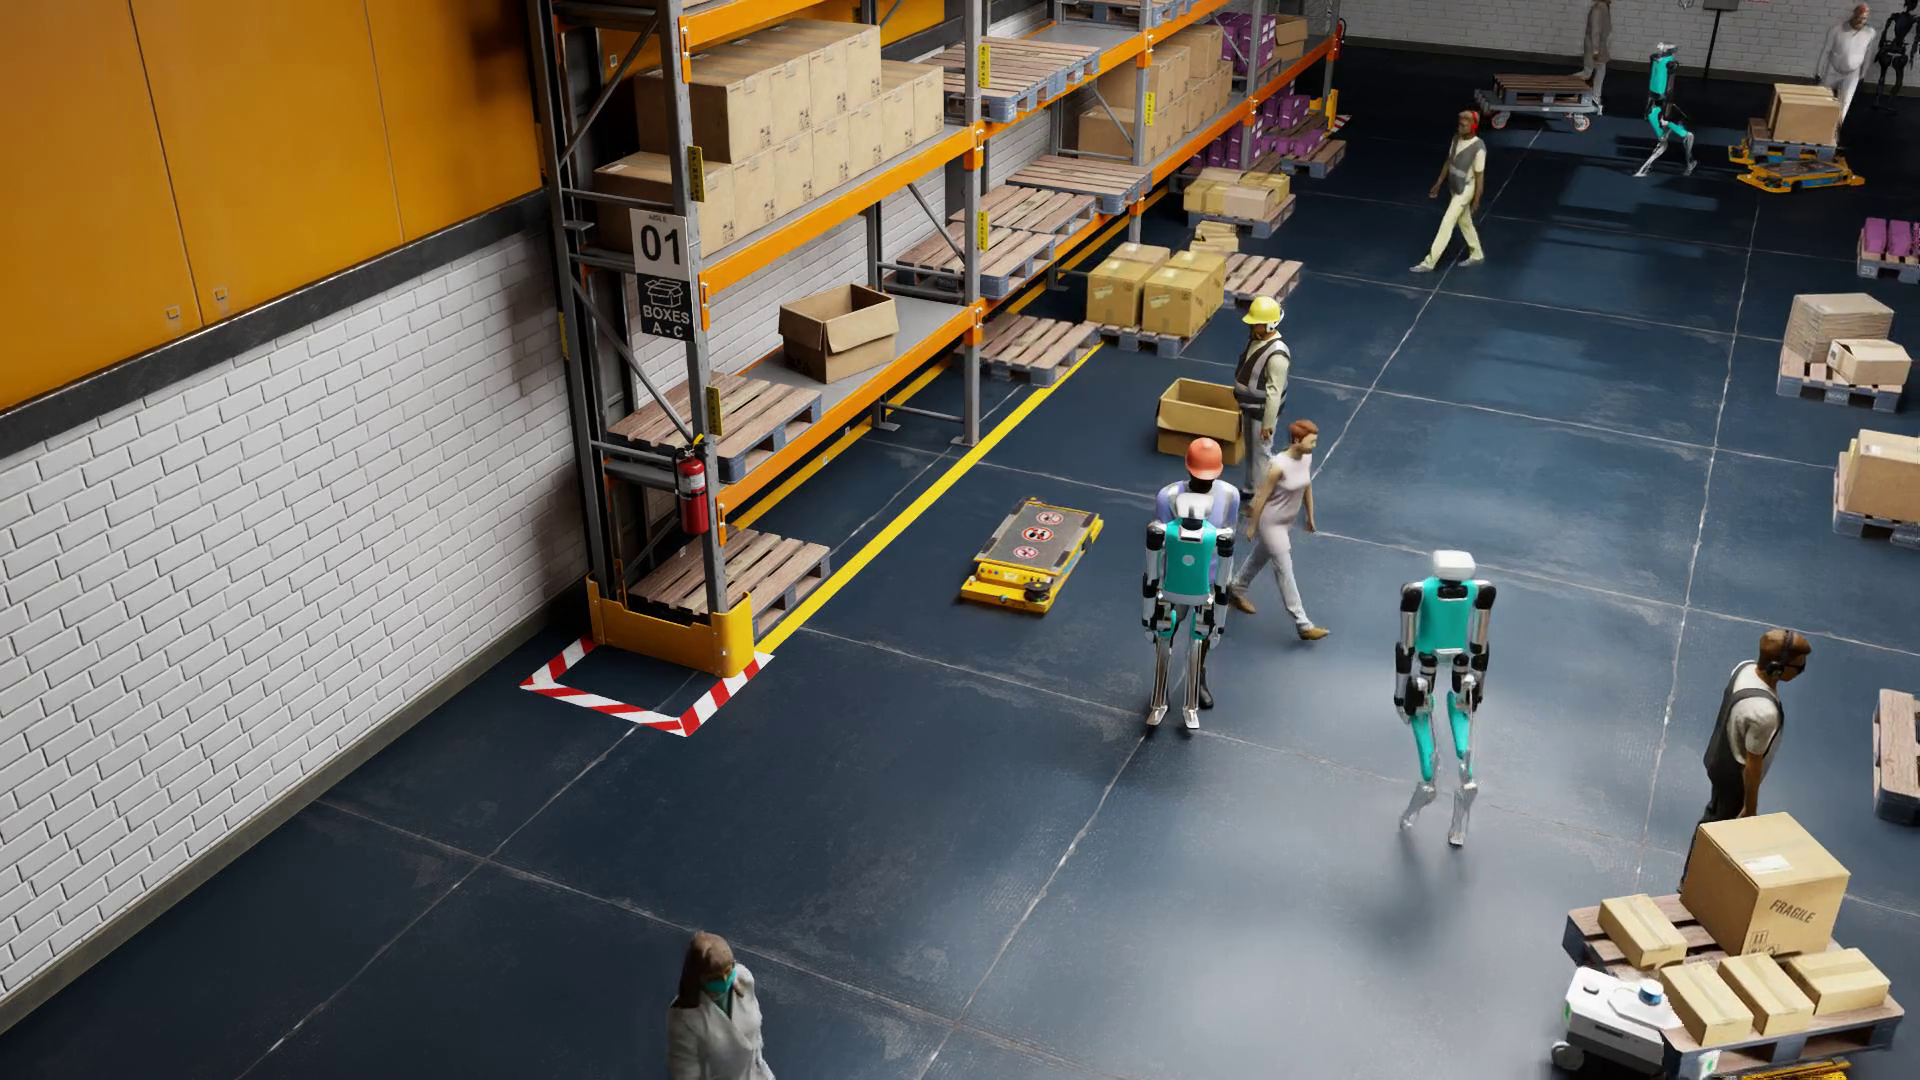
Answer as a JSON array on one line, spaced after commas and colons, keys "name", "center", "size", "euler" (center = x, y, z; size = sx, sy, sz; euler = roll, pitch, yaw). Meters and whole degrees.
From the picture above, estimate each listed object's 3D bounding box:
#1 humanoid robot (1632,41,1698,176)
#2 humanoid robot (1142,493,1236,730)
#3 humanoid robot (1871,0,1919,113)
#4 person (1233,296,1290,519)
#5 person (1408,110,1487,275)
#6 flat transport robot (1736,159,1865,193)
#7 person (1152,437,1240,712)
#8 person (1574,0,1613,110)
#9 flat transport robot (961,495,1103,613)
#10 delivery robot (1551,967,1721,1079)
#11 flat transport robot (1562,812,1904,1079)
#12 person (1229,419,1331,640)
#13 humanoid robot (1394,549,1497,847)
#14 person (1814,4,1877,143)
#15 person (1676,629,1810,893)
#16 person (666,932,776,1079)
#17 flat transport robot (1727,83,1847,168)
[{"name": "humanoid robot", "center": [9.300, -5.550, 21.502], "size": [0.958, 1.767, 0.540], "euler": [-5, 29, -8]}, {"name": "humanoid robot", "center": [1.405, 0.376, 10.344], "size": [0.533, 1.677, 0.735], "euler": [5, 29, 9]}, {"name": "humanoid robot", "center": [13.790, -7.180, 24.567], "size": [0.491, 1.645, 0.613], "euler": [-17, 32, -28]}, {"name": "person", "center": [2.339, -1.044, 13.031], "size": [0.403, 1.825, 0.589], "euler": [-3, 29, -6]}, {"name": "person", "center": [5.460, -3.808, 18.182], "size": [0.954, 1.795, 0.566], "euler": [-4, 29, -7]}, {"name": "flat transport robot", "center": [10.839, -4.690, 21.425], "size": [1.431, 0.231, 0.659], "euler": [-8, 29, -14]}, {"name": "person", "center": [1.488, 0.227, 10.554], "size": [0.550, 1.932, 0.374], "euler": [-4, 29, -8]}, {"name": "person", "center": [9.370, -7.327, 24.697], "size": [0.788, 1.810, 0.502], "euler": [20, 34, 32]}, {"name": "flat transport robot", "center": [0.565, 0.090, 12.562], "size": [0.659, 0.231, 1.431], "euler": [10, 30, 19]}, {"name": "delivery robot", "center": [3.287, 2.378, 8.013], "size": [0.793, 0.590, 0.499], "euler": [16, 32, 27]}, {"name": "flat transport robot", "center": [3.821, 2.406, 8.268], "size": [0.659, 0.231, 1.431], "euler": [-6, 29, -10]}, {"name": "person", "center": [2.251, -0.097, 11.483], "size": [0.934, 1.592, 0.457], "euler": [25, 37, 38]}, {"name": "humanoid robot", "center": [2.750, 0.961, 9.409], "size": [0.531, 1.754, 0.738], "euler": [-1, 28, -3]}, {"name": "person", "center": [12.306, -6.566, 23.237], "size": [0.680, 1.859, 0.875], "euler": [9, 30, 16]}, {"name": "person", "center": [4.104, 1.253, 8.756], "size": [0.356, 1.835, 0.521], "euler": [5, 29, 9]}, {"name": "person", "center": [-0.946, 2.342, 6.937], "size": [0.511, 1.624, 0.757], "euler": [-23, 36, -35]}, {"name": "flat transport robot", "center": [11.089, -5.164, 22.304], "size": [1.431, 0.231, 0.659], "euler": [10, 30, 18]}]
